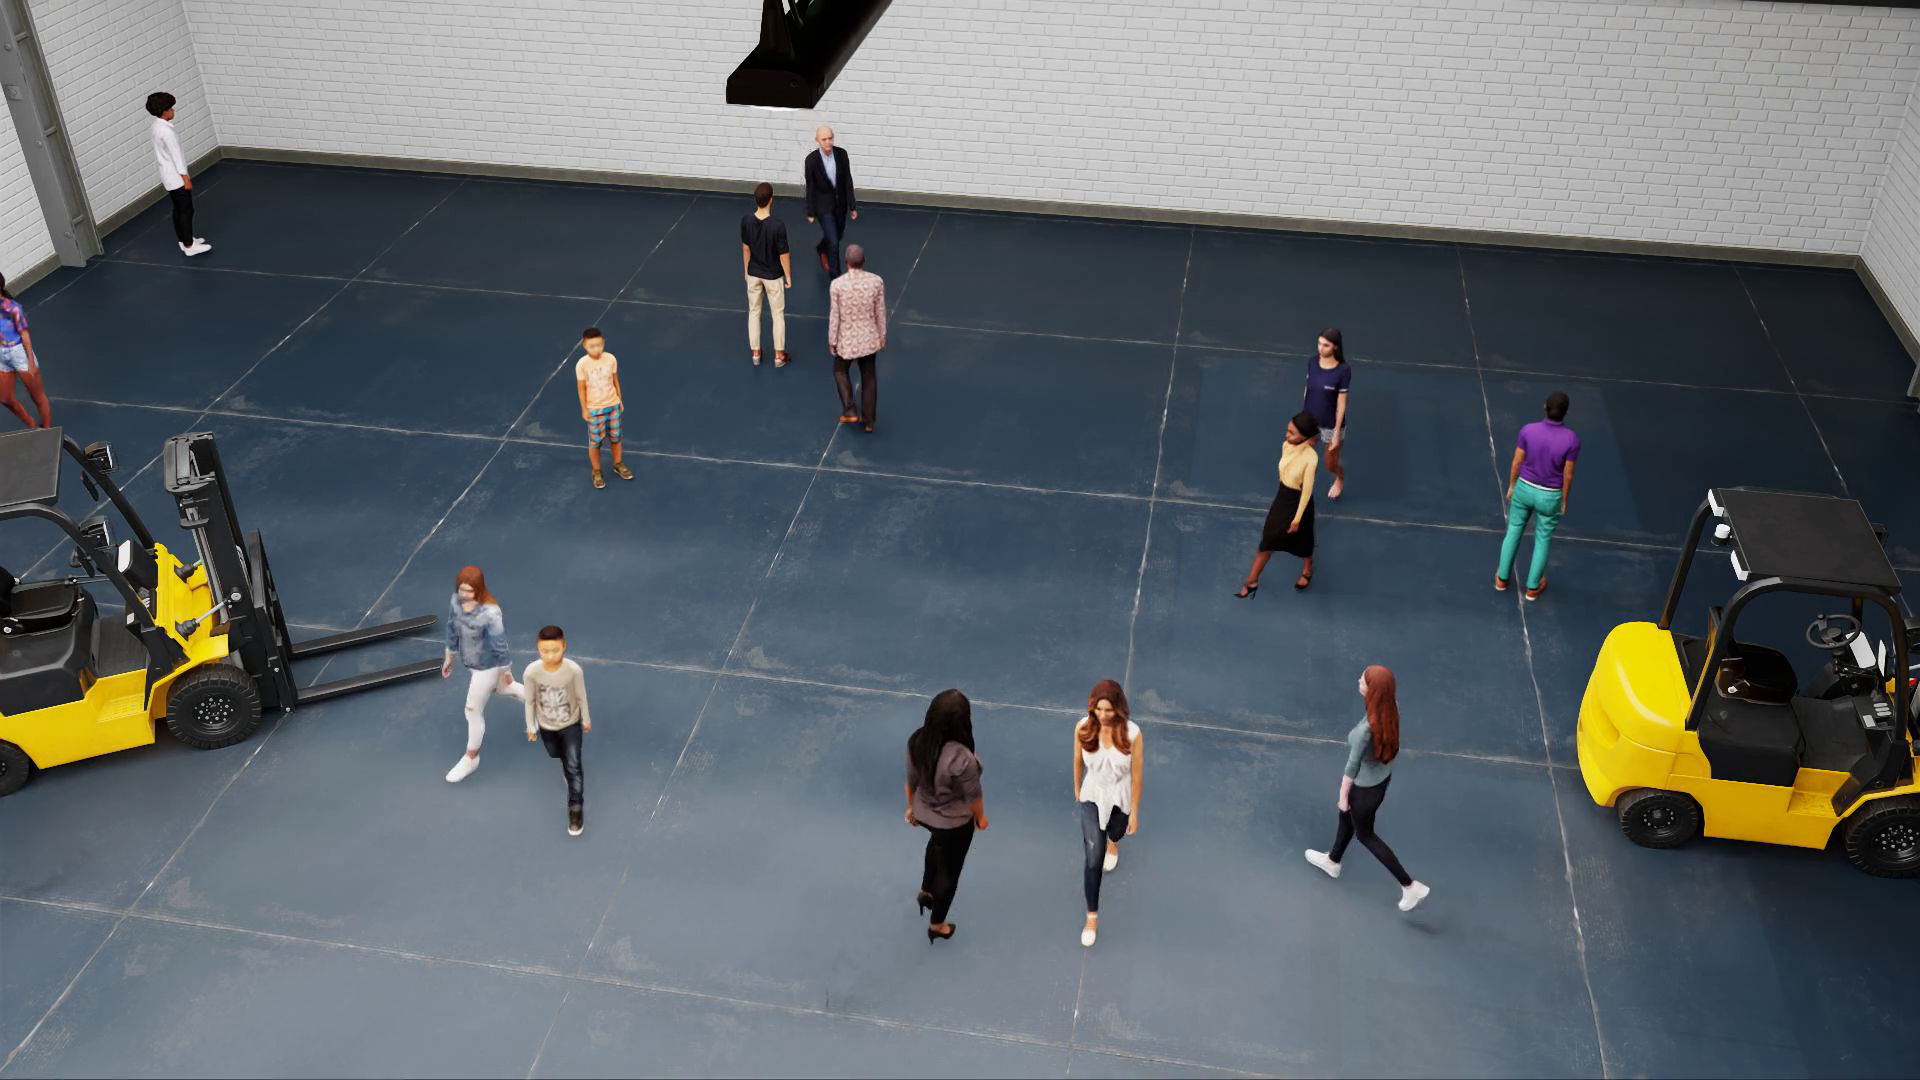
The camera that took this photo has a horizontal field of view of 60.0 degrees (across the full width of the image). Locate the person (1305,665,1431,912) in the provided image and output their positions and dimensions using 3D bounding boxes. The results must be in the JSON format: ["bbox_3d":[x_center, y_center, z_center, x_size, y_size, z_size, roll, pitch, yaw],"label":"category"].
[{"bbox_3d":[2.551,1.533,10.092,1.013,1.717,1.095,26,42,34],"label":"person"}]

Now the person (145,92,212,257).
[{"bbox_3d":[-8.704,-4.056,18.422,0.777,1.803,0.727,-24,41,-32],"label":"person"}]

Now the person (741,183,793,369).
[{"bbox_3d":[-1.892,-2.560,16.129,0.636,1.851,0.534,7,34,10],"label":"person"}]

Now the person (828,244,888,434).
[{"bbox_3d":[-0.905,-1.765,14.985,0.832,1.793,0.827,-11,35,-16],"label":"person"}]

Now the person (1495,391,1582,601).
[{"bbox_3d":[4.474,-0.351,12.881,0.703,1.768,0.686,19,38,26],"label":"person"}]

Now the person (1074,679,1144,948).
[{"bbox_3d":[0.924,1.516,10.096,0.560,1.741,1.124,5,34,8],"label":"person"}]

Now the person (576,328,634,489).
[{"bbox_3d":[-3.098,-1.169,14.387,0.596,1.461,0.647,-20,38,-27],"label":"person"}]

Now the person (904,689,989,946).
[{"bbox_3d":[-0.156,1.696,9.752,0.774,1.822,0.820,29,43,36],"label":"person"}]

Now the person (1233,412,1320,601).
[{"bbox_3d":[2.653,-0.252,12.863,1.025,1.622,0.993,-19,38,-26],"label":"person"}]

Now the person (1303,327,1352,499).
[{"bbox_3d":[3.076,-0.970,13.842,0.934,1.735,1.162,24,40,31],"label":"person"}]

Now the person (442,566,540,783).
[{"bbox_3d":[-3.136,0.800,11.251,1.221,1.655,1.057,-27,42,-34],"label":"person"}]

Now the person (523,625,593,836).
[{"bbox_3d":[-2.626,1.151,10.911,0.713,1.446,1.024,-2,34,-4],"label":"person"}]

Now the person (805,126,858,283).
[{"bbox_3d":[-1.399,-3.570,17.720,1.124,1.771,1.249,-17,37,-23],"label":"person"}]

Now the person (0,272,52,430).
[{"bbox_3d":[-8.371,-1.637,14.845,0.609,1.734,0.583,4,34,5],"label":"person"}]
